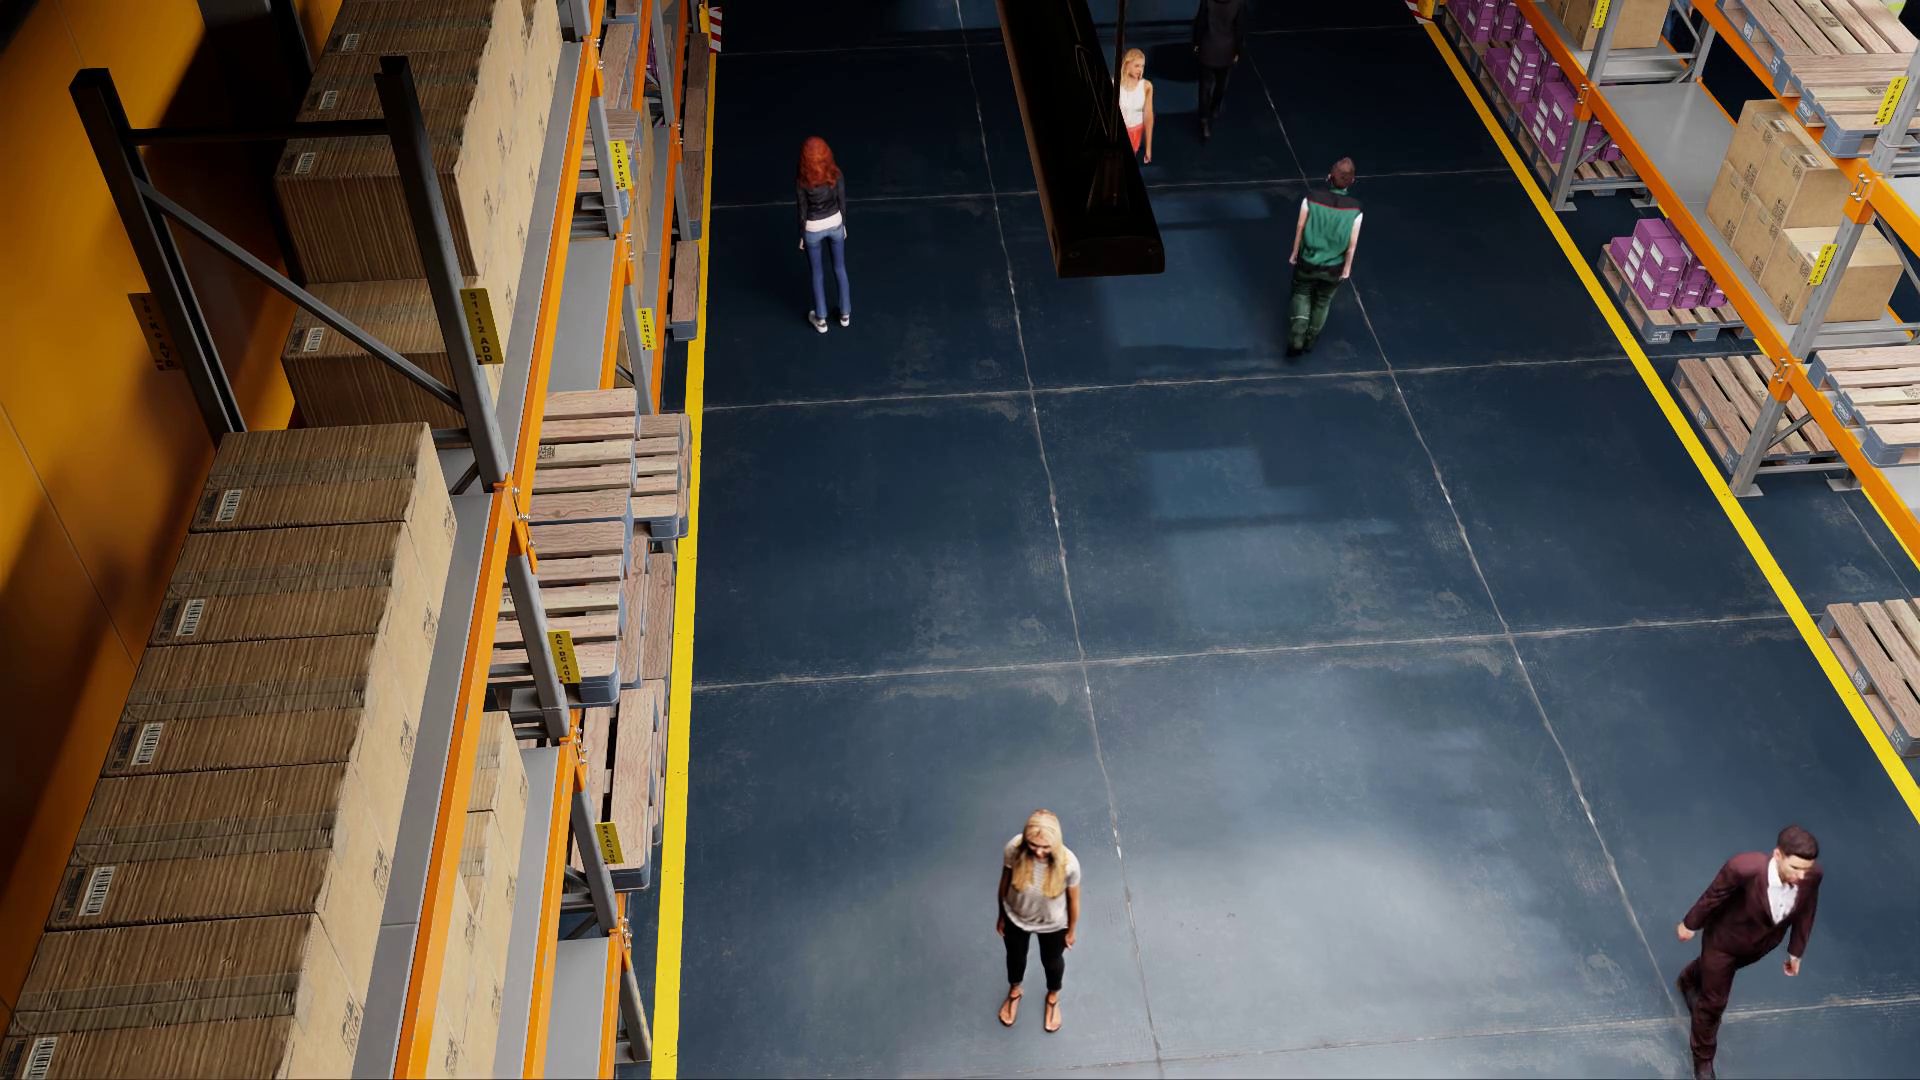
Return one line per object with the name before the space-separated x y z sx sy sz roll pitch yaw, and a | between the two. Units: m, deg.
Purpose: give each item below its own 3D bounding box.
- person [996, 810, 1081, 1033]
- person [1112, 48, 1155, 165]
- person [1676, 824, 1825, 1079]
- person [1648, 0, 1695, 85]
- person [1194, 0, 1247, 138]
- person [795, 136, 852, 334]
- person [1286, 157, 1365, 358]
person | 0.405 2.006 8.883 0.649 1.824 0.636 11 45 11
person | 1.433 -3.588 14.793 0.689 1.772 0.900 -8 44 -8
person | 4.127 2.037 8.849 0.706 1.827 1.065 -3 44 -3
person | 7.184 -5.335 16.689 0.603 1.687 1.091 -5 44 -5
person | 2.471 -4.705 15.981 0.803 1.750 1.160 6 44 6
person | -1.123 -2.513 13.653 0.617 1.789 0.600 -14 45 -15
person | 2.876 -2.208 13.301 0.837 1.832 0.967 12 45 12
